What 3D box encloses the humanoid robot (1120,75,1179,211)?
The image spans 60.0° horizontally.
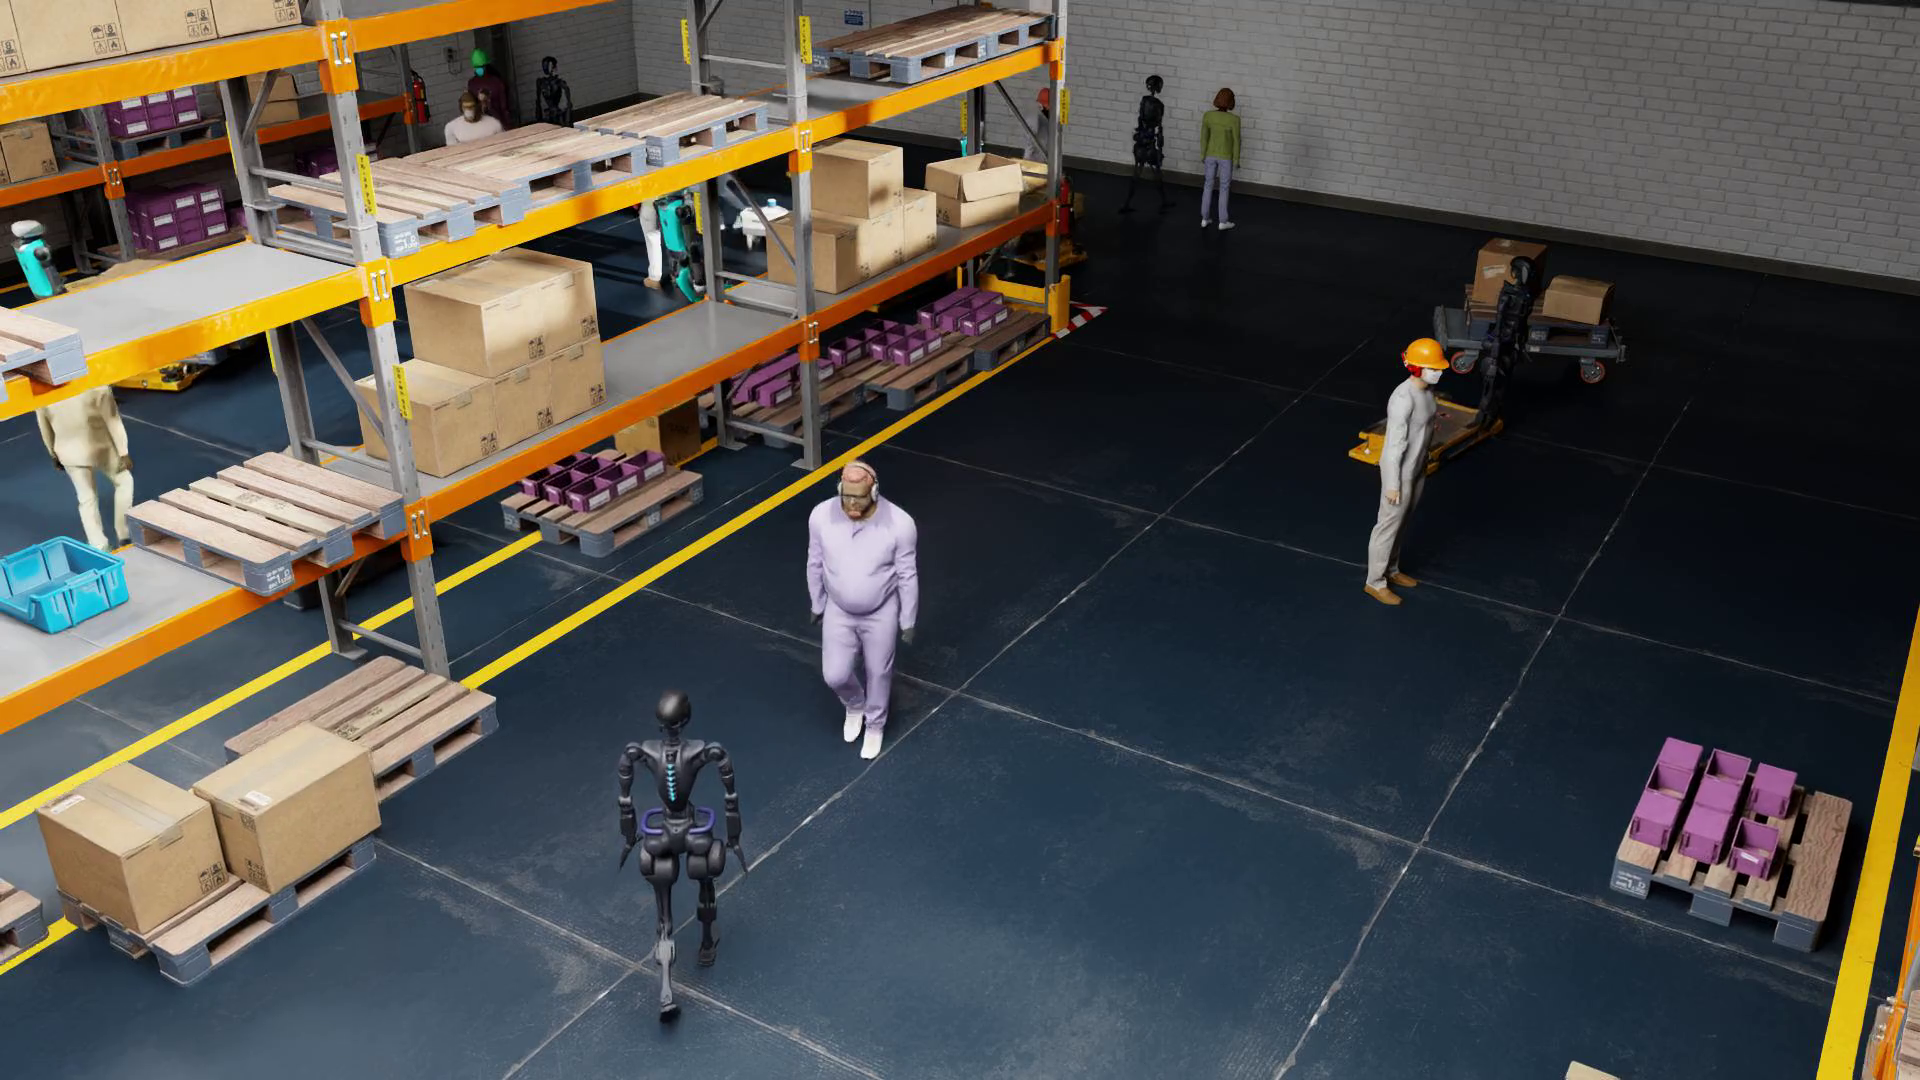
[{"bbox_3d":[2.307,-4.788,20.112,0.741,1.630,0.600,-10,29,-20],"label":"humanoid robot"}]

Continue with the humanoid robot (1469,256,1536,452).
[{"bbox_3d":[4.482,-1.542,13.675,0.335,1.651,0.590,22,34,36],"label":"humanoid robot"}]

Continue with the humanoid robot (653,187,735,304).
[{"bbox_3d":[-2.429,-2.502,15.495,0.959,1.743,0.547,-20,33,-34],"label":"humanoid robot"}]

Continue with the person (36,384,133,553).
[{"bbox_3d":[-6.214,-0.658,11.871,0.584,1.730,0.497,-4,27,-7],"label":"person"}]

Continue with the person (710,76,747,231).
[{"bbox_3d":[-2.758,-4.442,19.217,0.464,1.836,0.525,-21,33,-35],"label":"person"}]

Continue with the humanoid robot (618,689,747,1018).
[{"bbox_3d":[-1.316,1.458,7.816,0.610,1.651,0.708,-1,27,-2],"label":"humanoid robot"}]

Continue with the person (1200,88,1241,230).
[{"bbox_3d":[3.049,-4.471,19.497,0.506,1.631,0.267,18,32,31],"label":"person"}]

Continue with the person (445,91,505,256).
[{"bbox_3d":[-5.268,-3.950,18.203,0.650,1.878,1.024,-3,27,-5],"label":"person"}]

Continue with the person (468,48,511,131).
[{"bbox_3d":[-5.691,-5.005,20.226,0.531,1.928,0.452,2,27,3],"label":"person"}]

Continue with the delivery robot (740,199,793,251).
[{"bbox_3d":[-2.097,-3.566,18.925,0.780,0.609,0.503,8,28,15],"label":"delivery robot"}]

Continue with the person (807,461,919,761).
[{"bbox_3d":[-0.565,0.418,9.581,0.671,1.889,0.441,4,27,7],"label":"person"}]

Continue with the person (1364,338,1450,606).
[{"bbox_3d":[3.059,-0.483,11.356,0.373,1.894,0.584,17,32,31],"label":"person"}]

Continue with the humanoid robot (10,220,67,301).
[{"bbox_3d":[-7.622,-1.900,14.424,0.543,1.872,0.748,19,32,32],"label":"humanoid robot"}]

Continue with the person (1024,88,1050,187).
[{"bbox_3d":[0.910,-4.407,19.291,0.645,1.719,0.578,9,28,16],"label":"person"}]

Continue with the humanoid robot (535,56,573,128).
[{"bbox_3d":[-5.081,-5.284,21.061,0.599,1.641,0.449,13,30,24],"label":"humanoid robot"}]

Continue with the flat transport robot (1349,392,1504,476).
[{"bbox_3d":[3.924,-0.884,13.940,0.659,0.231,1.431,23,35,38],"label":"flat transport robot"}]

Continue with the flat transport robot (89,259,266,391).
[{"bbox_3d":[-7.246,-1.755,15.656,0.659,0.231,1.431,5,27,9],"label":"flat transport robot"}]

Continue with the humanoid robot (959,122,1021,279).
[{"bbox_3d":[0.429,-3.547,17.596,0.872,1.781,0.530,-2,27,-3],"label":"humanoid robot"}]

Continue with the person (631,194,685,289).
[{"bbox_3d":[-3.180,-3.568,17.492,0.634,1.841,0.429,-18,32,-31],"label":"person"}]

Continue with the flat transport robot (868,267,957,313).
[{"bbox_3d":[-0.666,-2.718,17.553,0.659,0.231,1.431,19,33,33],"label":"flat transport robot"}]

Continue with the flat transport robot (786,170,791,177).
[{"bbox_3d":[-1.548,-4.951,21.954,0.659,0.231,1.431,23,35,37],"label":"flat transport robot"}]

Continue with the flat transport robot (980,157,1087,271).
[{"bbox_3d":[0.667,-3.311,18.723,1.431,0.231,0.659,22,34,36],"label":"flat transport robot"}]
